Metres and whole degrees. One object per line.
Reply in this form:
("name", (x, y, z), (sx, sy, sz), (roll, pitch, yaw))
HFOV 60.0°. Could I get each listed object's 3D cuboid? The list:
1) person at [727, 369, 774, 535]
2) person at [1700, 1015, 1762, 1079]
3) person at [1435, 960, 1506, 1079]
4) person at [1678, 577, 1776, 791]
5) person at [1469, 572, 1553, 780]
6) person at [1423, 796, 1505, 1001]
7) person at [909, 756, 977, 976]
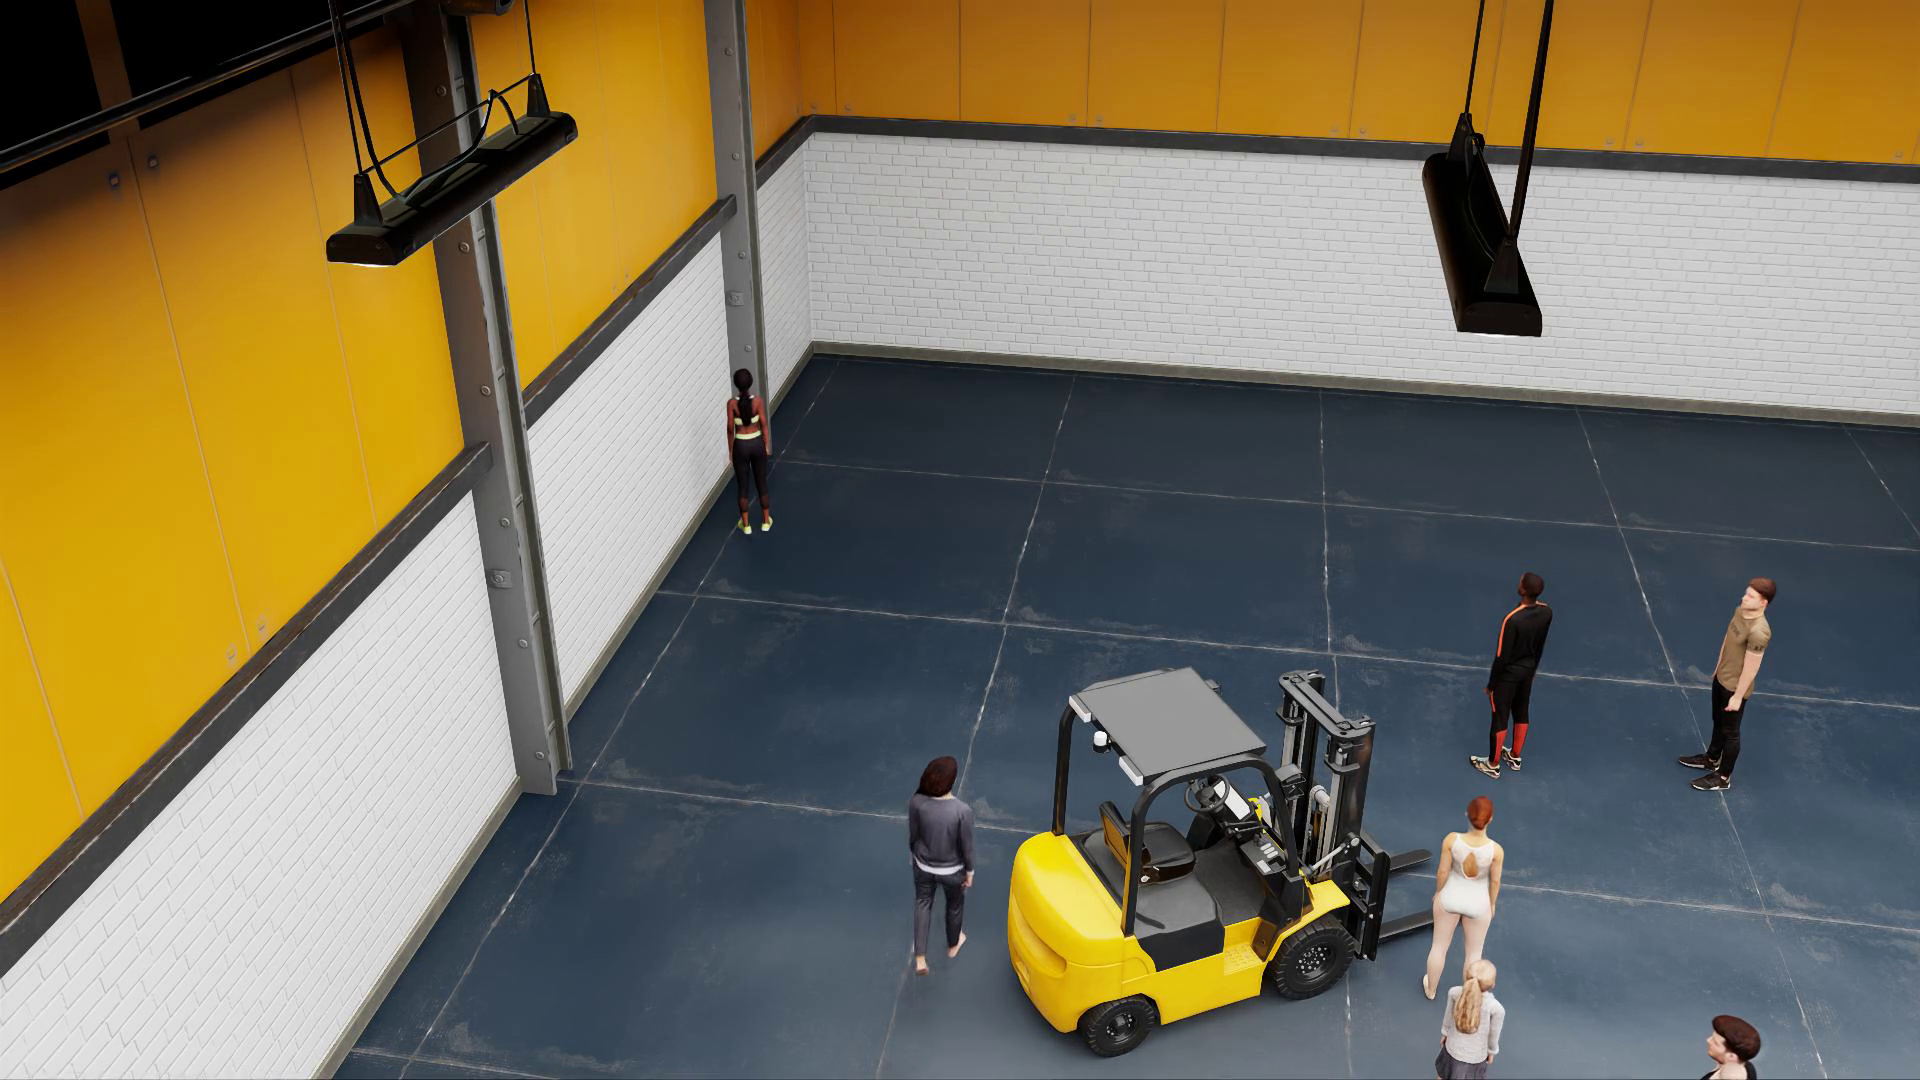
("person", (-2.127, -0.894, 16.763), (0.635, 1.754, 0.629), (-6, 29, -12))
("person", (4.000, 3.308, 8.919), (0.792, 1.890, 0.572), (11, 30, 19))
("person", (3.064, 3.047, 10.039), (0.578, 1.274, 0.613), (17, 33, 28))
("person", (6.059, 1.106, 12.997), (0.729, 1.850, 0.517), (3, 29, 5))
("person", (4.383, 1.052, 13.138), (0.708, 1.809, 0.723), (-12, 31, -21))
("person", (3.304, 2.369, 10.896), (0.571, 1.644, 0.517), (9, 30, 17))
("person", (-0.144, 2.200, 11.092), (0.674, 1.754, 0.897), (6, 29, 10))
